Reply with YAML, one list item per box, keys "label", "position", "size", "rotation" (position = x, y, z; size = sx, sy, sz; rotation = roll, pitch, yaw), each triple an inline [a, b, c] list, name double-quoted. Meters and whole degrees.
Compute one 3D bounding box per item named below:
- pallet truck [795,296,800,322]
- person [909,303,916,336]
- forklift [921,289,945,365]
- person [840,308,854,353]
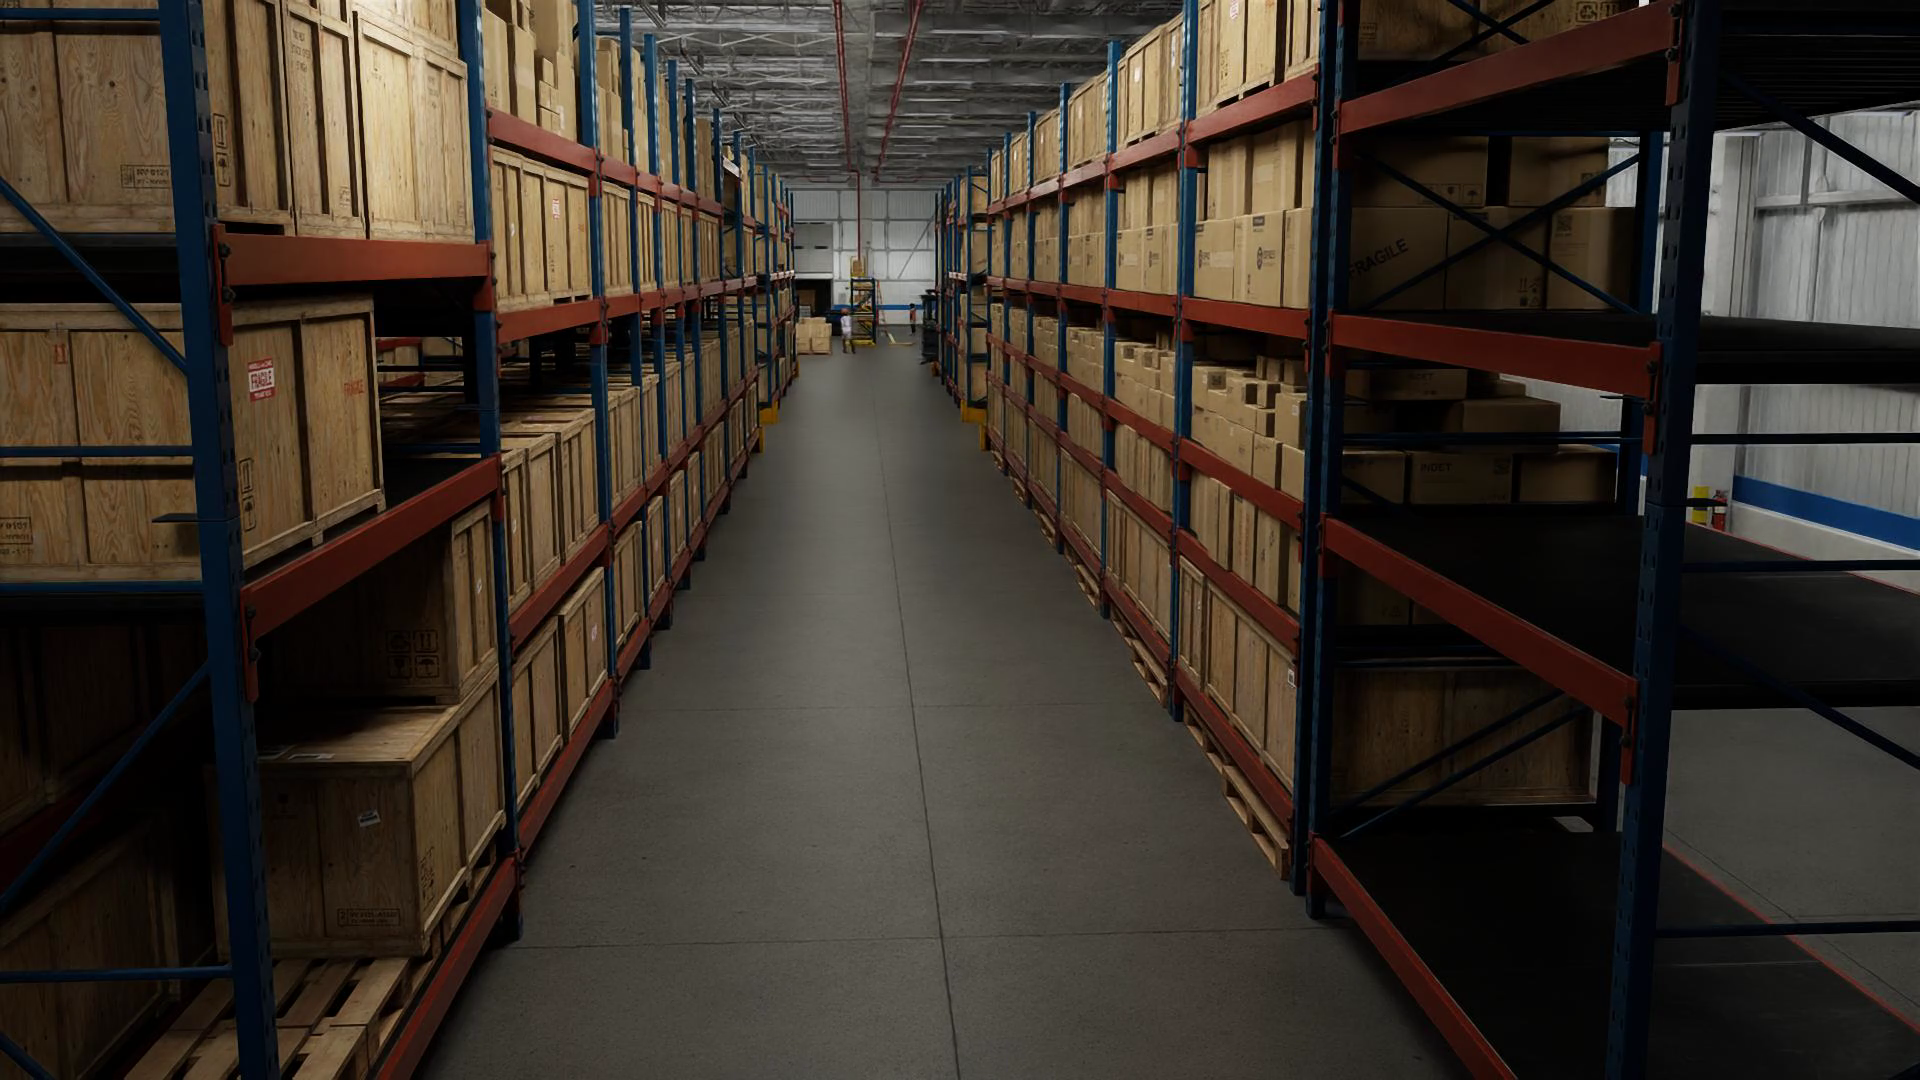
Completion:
- label: "pallet truck"
  position: [-8.622, -12.439, 91.403]
  size: [1.885, 1.965, 0.823]
  rotation: [2, 10, 13]
- label: "person"
  position: [-2.461, -11.504, 86.750]
  size: [0.320, 1.683, 0.541]
  rotation: [4, 10, 23]
- label: "forklift"
  position: [-0.784, -7.952, 61.968]
  size: [1.129, 2.768, 1.873]
  rotation: [1, 10, 6]
- label: "person"
  position: [-4.735, -8.761, 69.701]
  size: [0.565, 1.909, 0.690]
  rotation: [-5, 11, -28]
